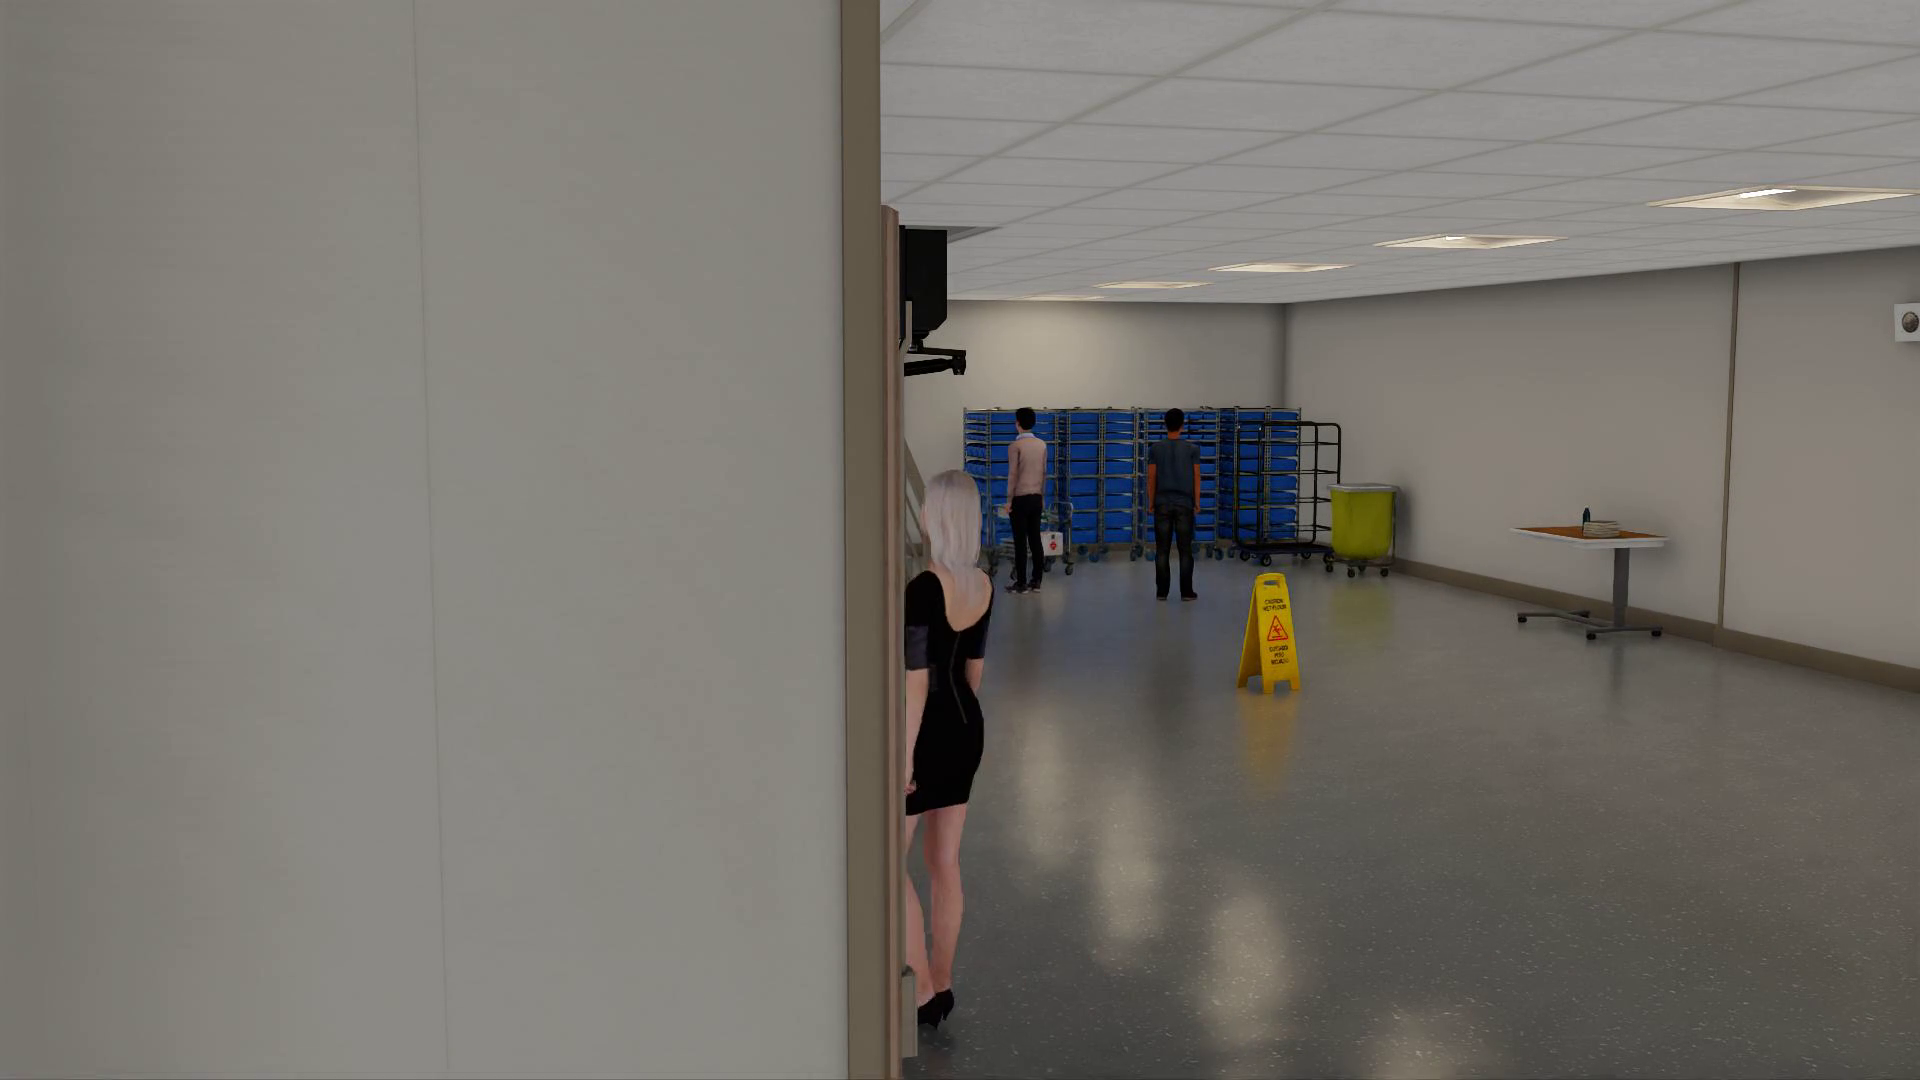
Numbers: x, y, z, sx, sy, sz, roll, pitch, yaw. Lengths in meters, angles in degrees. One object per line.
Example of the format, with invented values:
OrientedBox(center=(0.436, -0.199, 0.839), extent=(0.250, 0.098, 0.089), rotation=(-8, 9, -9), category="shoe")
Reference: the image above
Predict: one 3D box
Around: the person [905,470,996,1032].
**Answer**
OrientedBox(center=(-0.012, 0.694, 5.362), extent=(0.757, 1.822, 0.716), rotation=(4, 7, 31), category="person")

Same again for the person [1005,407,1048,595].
OrientedBox(center=(0.636, -0.391, 16.224), extent=(0.700, 1.808, 0.667), rotation=(-4, 7, -37), category="person")

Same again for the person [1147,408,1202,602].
OrientedBox(center=(2.017, -0.337, 15.671), extent=(0.735, 1.810, 0.726), rotation=(2, 6, 15), category="person")
